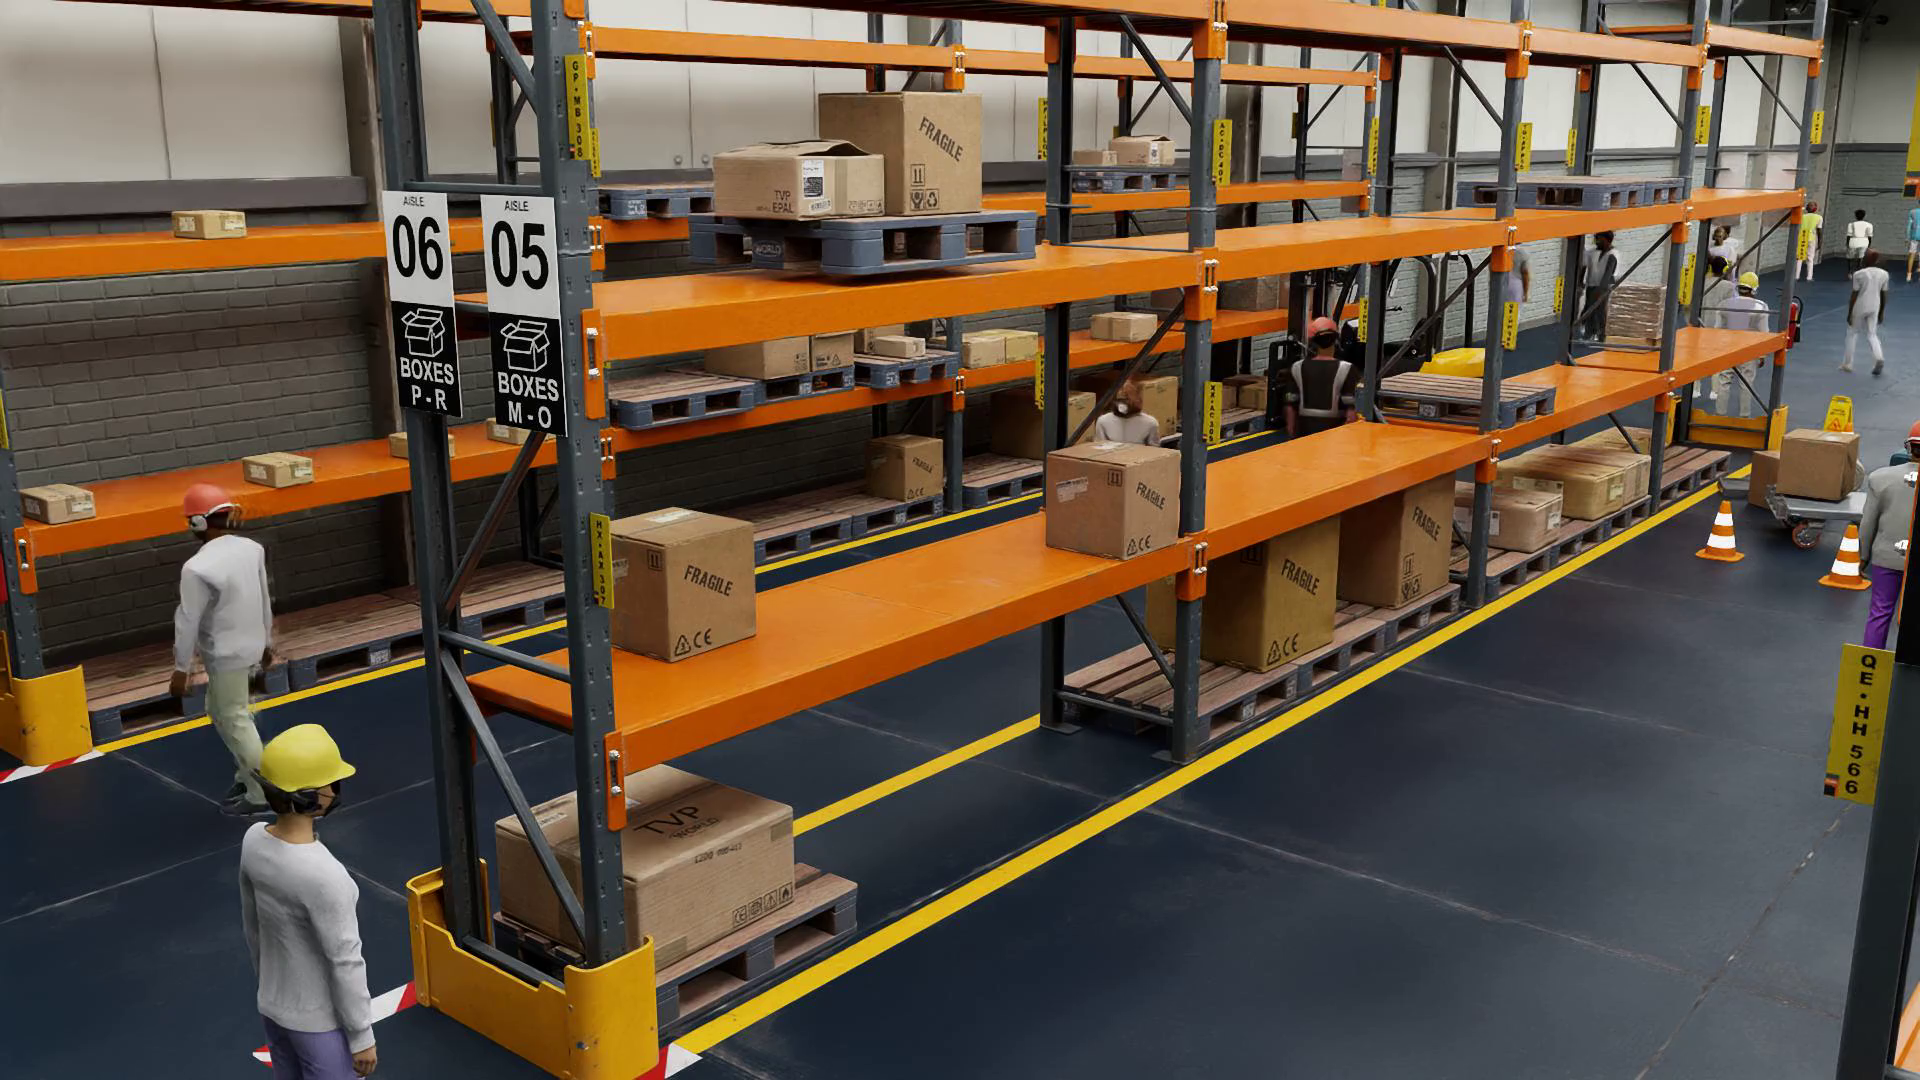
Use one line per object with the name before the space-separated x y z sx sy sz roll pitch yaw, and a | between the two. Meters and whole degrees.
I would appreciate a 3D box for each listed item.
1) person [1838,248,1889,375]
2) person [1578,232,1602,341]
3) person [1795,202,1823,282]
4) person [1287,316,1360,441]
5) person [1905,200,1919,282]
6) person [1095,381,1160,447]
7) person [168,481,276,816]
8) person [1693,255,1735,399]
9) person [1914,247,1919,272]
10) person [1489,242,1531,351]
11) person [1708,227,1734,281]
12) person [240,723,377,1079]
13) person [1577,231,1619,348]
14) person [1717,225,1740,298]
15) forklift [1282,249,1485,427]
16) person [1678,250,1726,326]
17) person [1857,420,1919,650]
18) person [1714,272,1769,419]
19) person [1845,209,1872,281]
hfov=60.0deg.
person | 13.053 -3.278 23.913 0.518 1.815 0.856 1 14 3
person | 10.668 -4.289 27.956 0.539 1.839 0.742 3 14 12
person | 19.709 -6.933 38.697 0.573 1.843 0.374 11 18 38
person | 2.934 -0.805 13.489 0.654 1.992 0.916 8 16 30
person | 22.353 -7.034 38.704 0.616 2.041 0.382 11 18 38
person | 1.313 -0.468 12.917 0.543 1.584 0.850 4 14 14
person | -3.734 0.565 8.404 0.503 1.727 0.572 1 14 3
person | 9.820 -2.773 21.711 0.537 1.869 0.312 11 18 38
person | 23.944 -7.587 40.960 0.728 2.000 0.692 -6 15 -23
person | 8.771 -4.065 26.619 0.899 2.000 0.712 -13 19 -43
person | 13.085 -4.491 28.794 0.518 1.820 0.643 5 15 20
person | -1.905 1.394 4.962 0.534 1.767 0.318 11 18 38
person | 10.257 -4.036 26.809 0.679 1.897 0.612 0 14 2
person | 14.083 -4.894 30.472 0.619 1.810 0.988 -2 14 -10
forklift | 4.886 -2.214 18.767 2.313 2.155 1.214 11 18 38
person | 10.483 -3.237 23.742 0.934 1.799 0.636 -9 17 -33
person | 5.835 0.108 10.220 0.575 1.749 0.336 11 18 38
person | 9.189 -2.233 19.589 0.602 1.830 0.404 11 18 38
person | 20.831 -6.817 38.573 0.570 1.661 0.660 5 15 20
